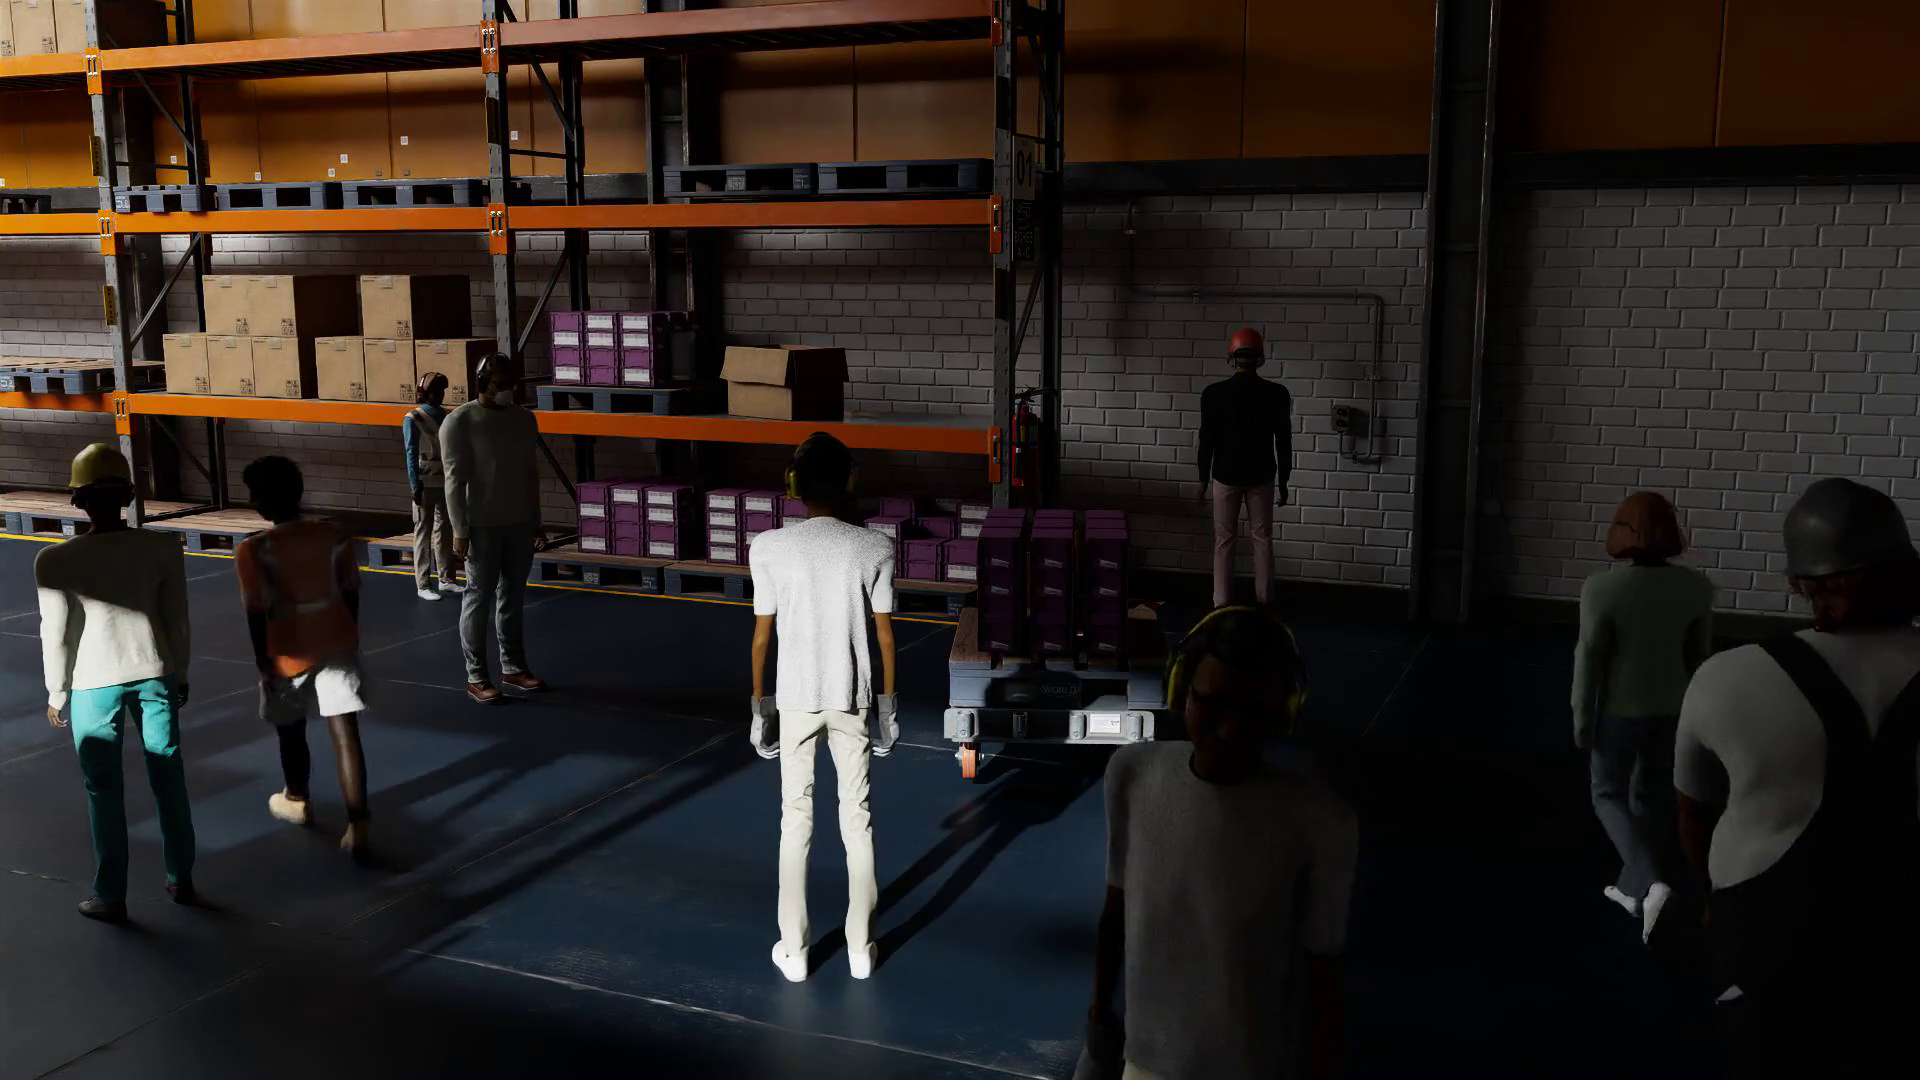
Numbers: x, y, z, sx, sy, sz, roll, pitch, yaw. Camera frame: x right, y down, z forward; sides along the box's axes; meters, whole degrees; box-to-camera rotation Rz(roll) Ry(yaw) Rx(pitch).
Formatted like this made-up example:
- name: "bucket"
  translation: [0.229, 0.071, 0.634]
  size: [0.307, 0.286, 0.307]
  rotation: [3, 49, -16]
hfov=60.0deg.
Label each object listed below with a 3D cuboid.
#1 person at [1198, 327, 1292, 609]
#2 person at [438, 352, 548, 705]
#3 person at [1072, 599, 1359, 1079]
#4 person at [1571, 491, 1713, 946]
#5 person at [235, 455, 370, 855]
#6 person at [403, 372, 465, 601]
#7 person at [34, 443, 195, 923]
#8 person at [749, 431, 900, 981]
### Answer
- name: "person"
  translation: [1.895, -0.416, 11.110]
  size: [0.623, 1.989, 0.400]
  rotation: [1, 10, 5]
- name: "person"
  translation: [-2.564, -0.074, 9.238]
  size: [0.373, 1.935, 0.628]
  rotation: [7, 11, 34]
- name: "person"
  translation: [0.431, 1.002, 3.046]
  size: [0.560, 1.845, 0.402]
  rotation: [6, 11, 33]
- name: "person"
  translation: [2.464, 0.639, 5.956]
  size: [0.503, 1.617, 0.643]
  rotation: [-1, 10, -5]
- name: "person"
  translation: [-2.700, 0.466, 6.875]
  size: [0.550, 1.644, 0.879]
  rotation: [-8, 13, -41]
- name: "person"
  translation: [-3.790, -0.392, 12.018]
  size: [0.308, 1.641, 0.517]
  rotation: [4, 10, 24]
- name: "person"
  translation: [-3.107, 0.525, 6.151]
  size: [0.309, 1.769, 0.525]
  rotation: [9, 13, 42]
- name: "person"
  translation: [-0.455, 0.567, 5.630]
  size: [0.511, 1.862, 0.323]
  rotation: [-1, 10, -8]
